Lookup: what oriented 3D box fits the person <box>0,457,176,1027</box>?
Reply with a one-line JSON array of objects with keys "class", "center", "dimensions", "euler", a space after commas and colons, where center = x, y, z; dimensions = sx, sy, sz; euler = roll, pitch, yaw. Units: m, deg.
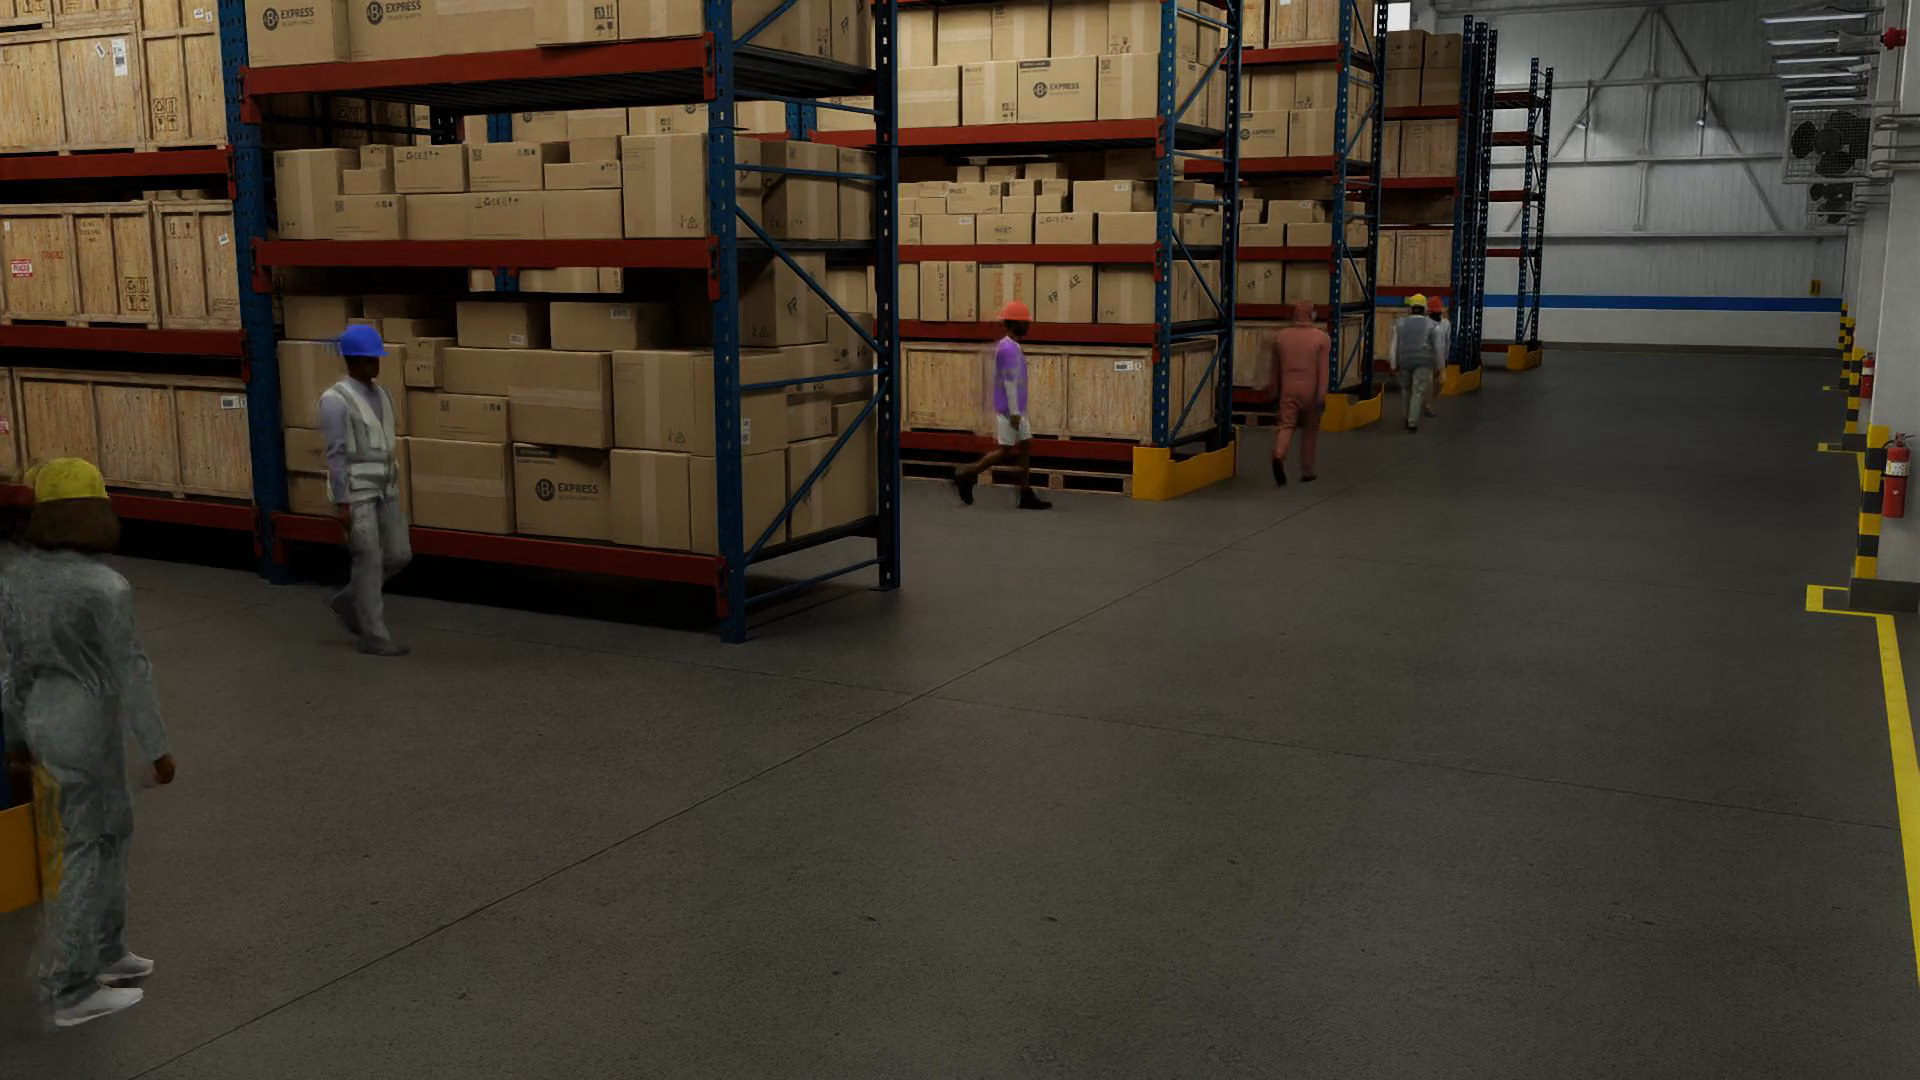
[{"class": "person", "center": [-2.639, 0.605, 5.106], "dimensions": [0.536, 1.709, 0.567], "euler": [5, 11, 27]}]

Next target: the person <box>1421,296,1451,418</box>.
[{"class": "person", "center": [6.697, -2.593, 23.588], "dimensions": [0.570, 1.732, 0.460], "euler": [-3, 10, -17]}]

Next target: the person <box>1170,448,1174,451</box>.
[{"class": "person", "center": [2.069, -1.821, 18.890], "dimensions": [0.880, 1.815, 0.620], "euler": [4, 11, 24]}]

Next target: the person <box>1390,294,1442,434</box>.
[{"class": "person", "center": [5.969, -2.299, 21.704], "dimensions": [0.624, 1.786, 0.901], "euler": [5, 11, 27]}]

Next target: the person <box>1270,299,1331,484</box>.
[{"class": "person", "center": [3.405, -1.484, 16.764], "dimensions": [0.640, 1.880, 0.820], "euler": [5, 11, 29]}]

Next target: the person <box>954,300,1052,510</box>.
[{"class": "person", "center": [0.398, -1.216, 15.099], "dimensions": [0.822, 1.919, 0.551], "euler": [2, 10, 13]}]

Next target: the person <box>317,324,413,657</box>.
[{"class": "person", "center": [-3.475, -0.282, 9.622], "dimensions": [0.519, 1.932, 0.613], "euler": [3, 10, 18]}]
